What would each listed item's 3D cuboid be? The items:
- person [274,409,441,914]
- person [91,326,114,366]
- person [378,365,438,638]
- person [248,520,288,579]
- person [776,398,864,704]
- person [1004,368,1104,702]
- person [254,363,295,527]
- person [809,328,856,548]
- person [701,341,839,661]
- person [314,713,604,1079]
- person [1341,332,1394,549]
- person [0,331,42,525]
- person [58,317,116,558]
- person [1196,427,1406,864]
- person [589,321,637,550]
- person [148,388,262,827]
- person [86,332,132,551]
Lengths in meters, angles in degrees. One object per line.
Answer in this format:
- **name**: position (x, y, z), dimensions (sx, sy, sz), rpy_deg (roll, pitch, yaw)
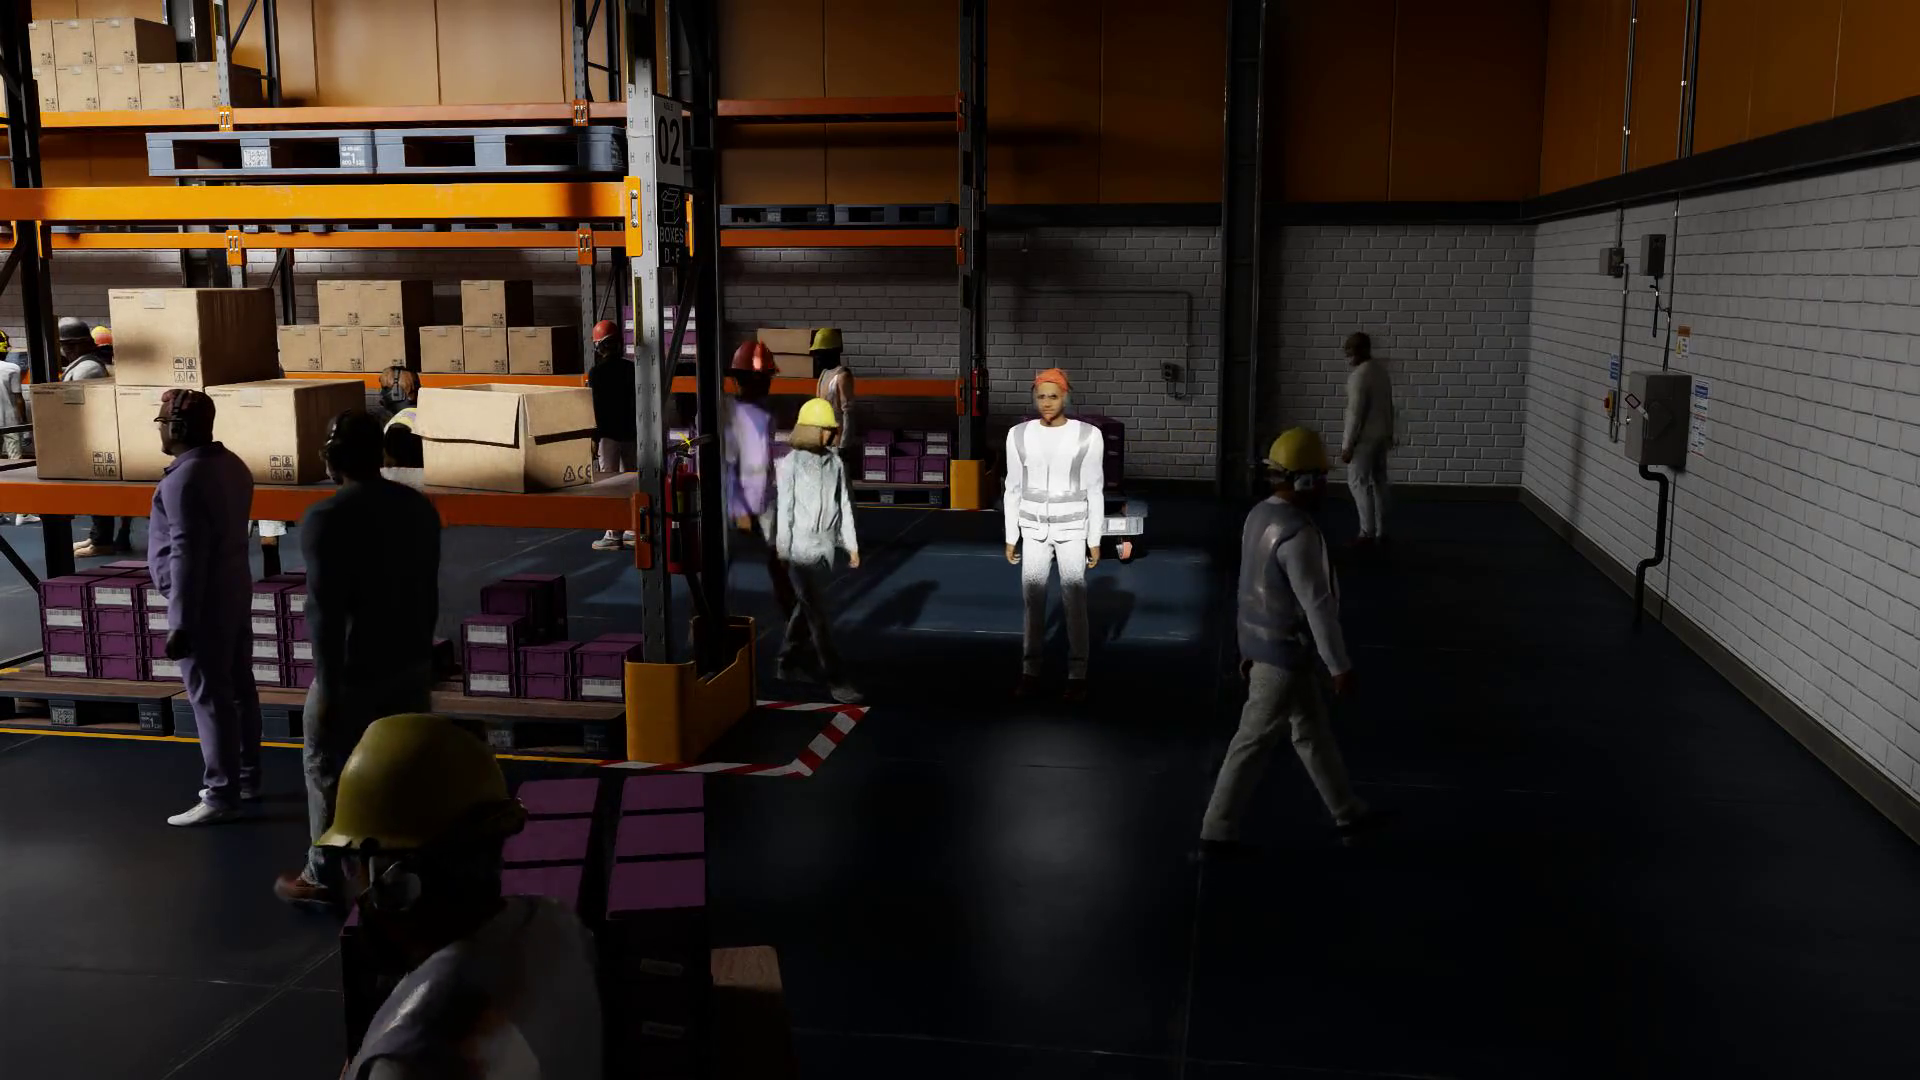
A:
- **person**: position (-2.252, 0.474, 6.180), dimensions (0.850, 1.893, 0.667), rpy_deg (5, 10, 27)
- **person**: position (-9.047, -1.346, 17.666), dimensions (0.404, 1.837, 0.590), rpy_deg (8, 12, 40)
- **person**: position (-3.402, -0.149, 10.224), dimensions (0.429, 1.842, 0.635), rpy_deg (-1, 9, -8)
- **person**: position (-4.704, -0.335, 11.098), dimensions (0.544, 1.933, 0.376), rpy_deg (-7, 11, -36)
- **person**: position (-0.803, 0.041, 9.486), dimensions (0.814, 1.697, 0.498), rpy_deg (7, 12, 38)
- **person**: position (0.528, -0.028, 9.371), dimensions (0.578, 1.878, 0.345), rpy_deg (3, 10, 17)
- **person**: position (-6.527, -1.065, 15.620), dimensions (0.370, 1.933, 0.551), rpy_deg (-9, 13, -43)
- **person**: position (-1.108, -0.888, 14.556), dimensions (0.384, 1.923, 0.590), rpy_deg (-4, 10, -24)
- **person**: position (-1.268, -0.228, 10.260), dimensions (1.071, 1.982, 0.613), rpy_deg (7, 11, 35)
- **person**: position (-0.598, 1.138, 2.362), dimensions (0.617, 1.804, 0.615), rpy_deg (0, 9, 2)
- **person**: position (3.596, -0.868, 14.564), dimensions (0.373, 1.901, 0.776), rpy_deg (8, 12, 39)
- **person**: position (-9.107, -1.062, 15.824), dimensions (0.519, 1.865, 0.331), rpy_deg (0, 9, 0)
- **person**: position (-7.457, -0.875, 14.110), dimensions (0.536, 2.000, 0.684), rpy_deg (-4, 10, -26)
- **person**: position (1.391, 0.438, 6.759), dimensions (0.929, 1.781, 0.590), rpy_deg (0, 9, -2)
- **person**: position (-3.013, -0.905, 14.459), dimensions (0.392, 1.989, 0.610), rpy_deg (5, 10, 29)
- **person**: position (-3.321, 0.293, 7.281), dimensions (0.402, 1.911, 0.638), rpy_deg (0, 9, -2)
- **person**: position (-7.420, -0.856, 14.467), dimensions (0.799, 1.881, 0.569), rpy_deg (8, 12, 42)
